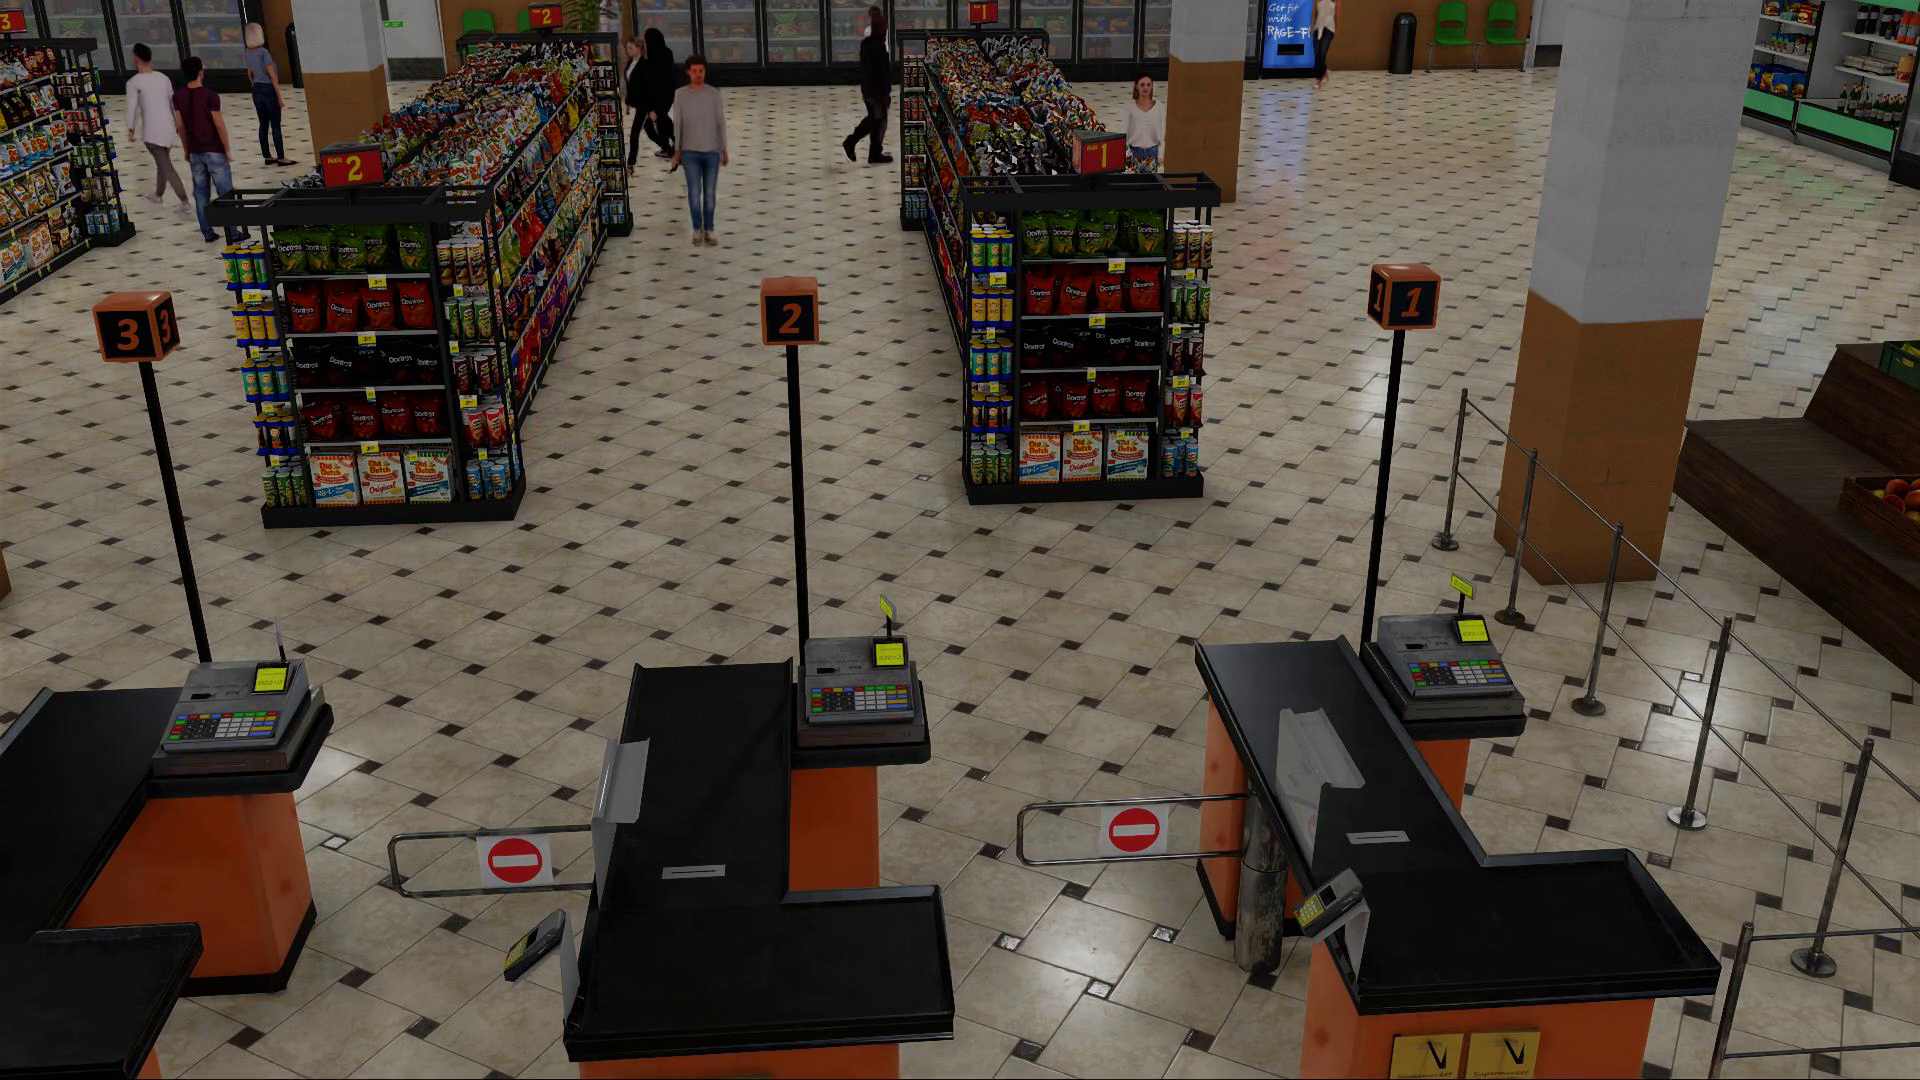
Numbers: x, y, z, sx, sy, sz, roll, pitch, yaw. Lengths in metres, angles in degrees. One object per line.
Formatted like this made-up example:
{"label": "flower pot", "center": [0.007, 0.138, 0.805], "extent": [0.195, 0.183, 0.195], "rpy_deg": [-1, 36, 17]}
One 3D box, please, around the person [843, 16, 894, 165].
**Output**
{"label": "person", "center": [-1.135, -5.521, 20.527], "extent": [0.954, 1.793, 0.955], "rpy_deg": [-13, 27, -27]}

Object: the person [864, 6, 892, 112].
{"label": "person", "center": [-1.201, -6.830, 23.853], "extent": [0.586, 1.524, 1.002], "rpy_deg": [1, 24, 2]}

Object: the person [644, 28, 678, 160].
{"label": "person", "center": [-3.706, -5.624, 21.004], "extent": [0.874, 1.600, 0.805], "rpy_deg": [15, 28, 31]}

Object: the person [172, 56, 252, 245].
{"label": "person", "center": [-7.632, -3.944, 16.848], "extent": [0.689, 1.853, 0.611], "rpy_deg": [2, 24, 5]}

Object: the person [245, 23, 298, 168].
{"label": "person", "center": [-8.610, -5.522, 20.617], "extent": [0.655, 1.722, 0.667], "rpy_deg": [11, 26, 23]}

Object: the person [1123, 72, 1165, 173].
{"label": "person", "center": [1.835, -3.890, 16.925], "extent": [0.635, 1.692, 0.573], "rpy_deg": [-5, 24, -10]}

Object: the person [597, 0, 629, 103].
{"label": "person", "center": [-5.264, -7.435, 24.871], "extent": [0.996, 1.816, 0.968], "rpy_deg": [8, 25, 18]}

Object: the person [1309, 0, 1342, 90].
{"label": "person", "center": [5.823, -8.111, 26.495], "extent": [0.983, 1.753, 1.132], "rpy_deg": [14, 27, 29]}

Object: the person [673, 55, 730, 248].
{"label": "person", "center": [-2.619, -3.921, 16.752], "extent": [0.733, 1.889, 0.694], "rpy_deg": [-7, 24, -15]}

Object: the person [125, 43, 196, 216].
{"label": "person", "center": [-8.586, -4.373, 17.908], "extent": [1.161, 1.790, 1.215], "rpy_deg": [12, 27, 26]}

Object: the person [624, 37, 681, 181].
{"label": "person", "center": [-3.678, -5.084, 19.697], "extent": [1.026, 1.658, 1.090], "rpy_deg": [-12, 26, -26]}
